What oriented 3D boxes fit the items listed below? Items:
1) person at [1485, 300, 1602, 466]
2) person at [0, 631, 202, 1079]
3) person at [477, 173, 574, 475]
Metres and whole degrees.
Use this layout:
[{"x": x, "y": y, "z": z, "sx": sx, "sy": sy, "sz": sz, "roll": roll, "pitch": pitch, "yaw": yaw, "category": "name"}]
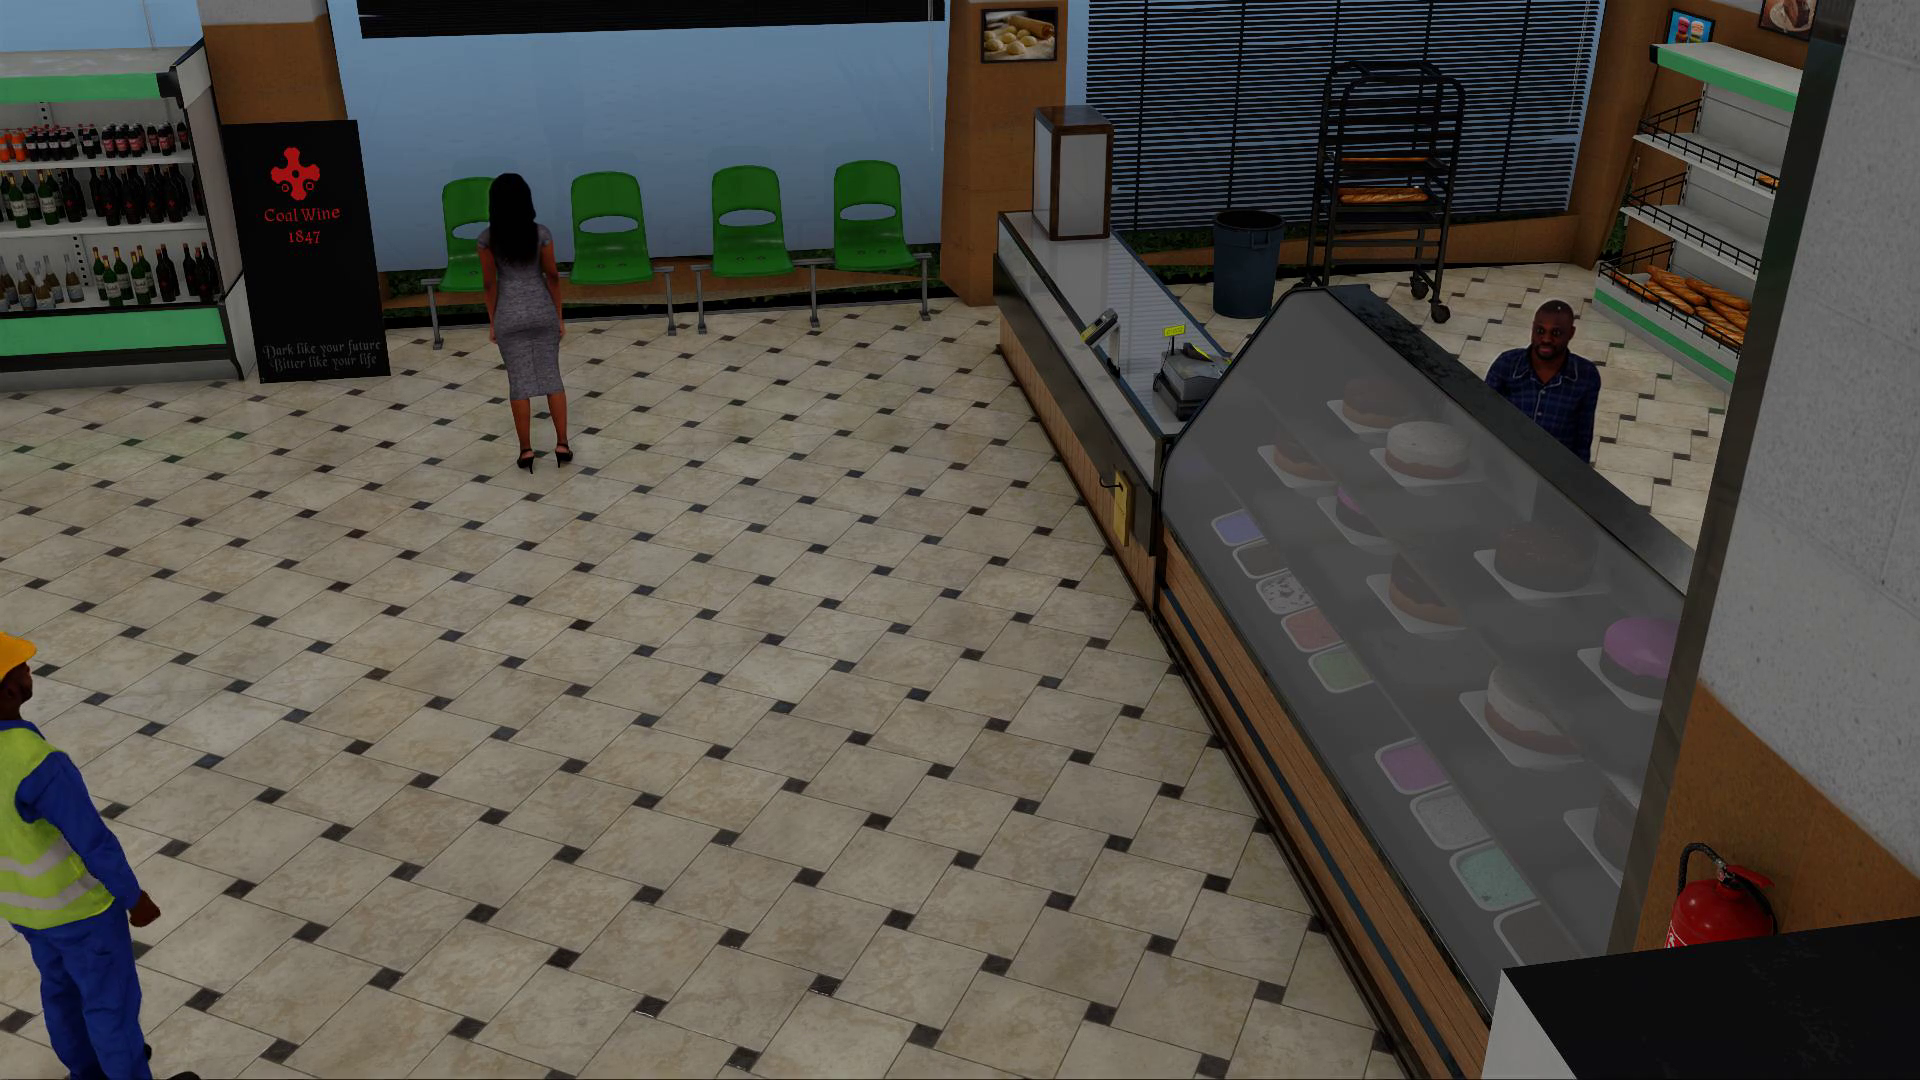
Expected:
[{"x": 2.580, "y": -0.225, "z": 7.572, "sx": 0.722, "sy": 1.823, "sz": 0.836, "roll": 9, "pitch": 28, "yaw": 18, "category": "person"}, {"x": -2.728, "y": 1.077, "z": 5.019, "sx": 0.755, "sy": 1.812, "sz": 0.840, "roll": 13, "pitch": 30, "yaw": 24, "category": "person"}, {"x": -2.508, "y": -1.245, "z": 9.630, "sx": 0.497, "sy": 1.781, "sz": 0.674, "roll": -9, "pitch": 28, "yaw": -16, "category": "person"}]
